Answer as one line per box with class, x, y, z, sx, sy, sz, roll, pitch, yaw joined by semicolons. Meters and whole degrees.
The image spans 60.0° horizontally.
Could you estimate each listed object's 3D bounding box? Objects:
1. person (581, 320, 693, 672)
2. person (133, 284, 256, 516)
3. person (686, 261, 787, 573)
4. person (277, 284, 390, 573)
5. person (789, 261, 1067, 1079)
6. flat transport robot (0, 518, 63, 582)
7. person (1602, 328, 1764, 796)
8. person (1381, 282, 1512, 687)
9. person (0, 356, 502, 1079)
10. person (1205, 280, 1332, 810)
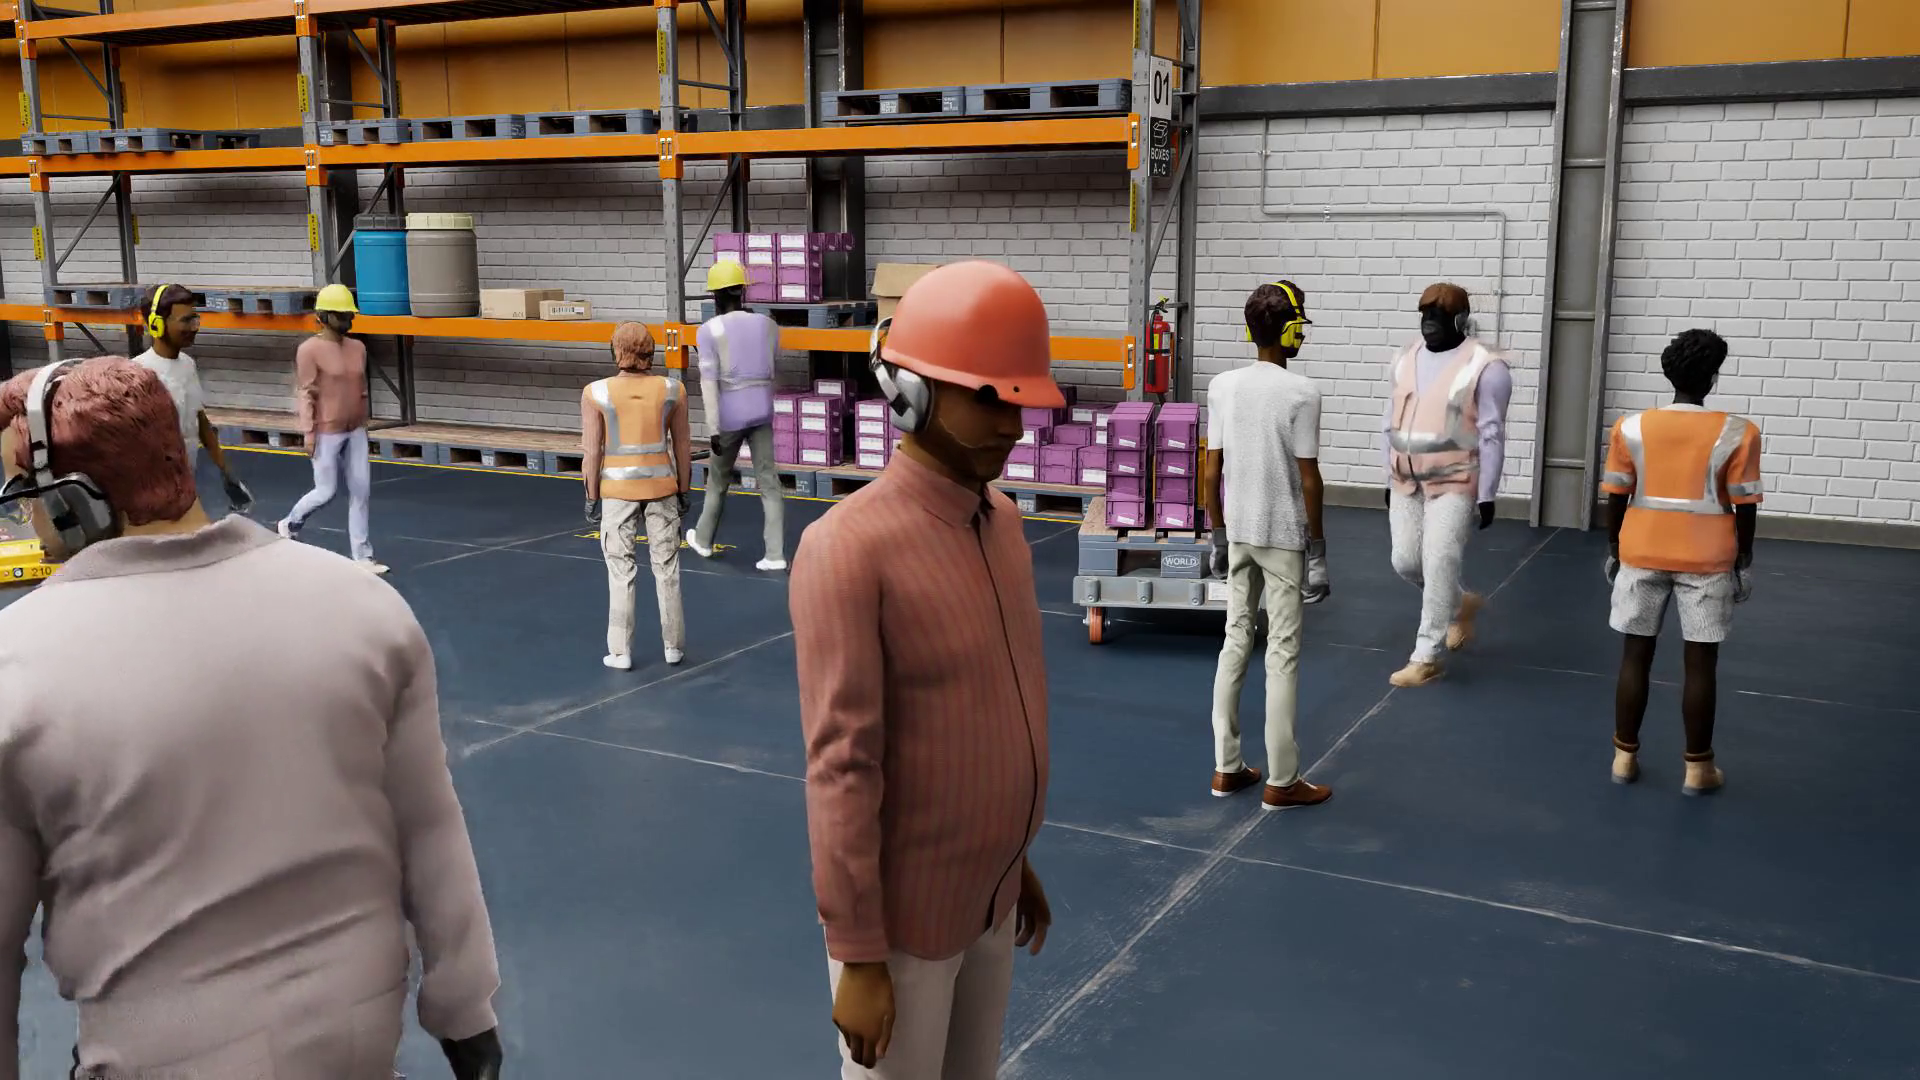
person;-1.500;-0.200;7.768;0.523;1.640;0.306;-5;11;-24
person;-3.471;-0.224;7.427;1.020;1.811;0.509;0;10;-3
person;-1.364;-0.758;10.186;0.600;1.870;0.973;-7;13;-34
person;-3.808;-0.664;10.013;0.654;1.750;0.530;5;12;26
person;-0.022;0.563;2.641;0.393;1.985;0.610;5;12;26
flat transport robot;-5.915;0.050;10.153;0.652;0.197;1.431;-9;13;-40
person;2.622;0.081;6.075;0.540;1.696;0.317;7;13;35
person;2.235;-0.266;7.635;0.698;1.829;0.634;-8;13;-37
person;-0.969;0.696;2.228;0.594;1.868;0.663;8;13;36
person;1.098;0.021;5.921;0.327;1.874;0.520;-9;14;-41
